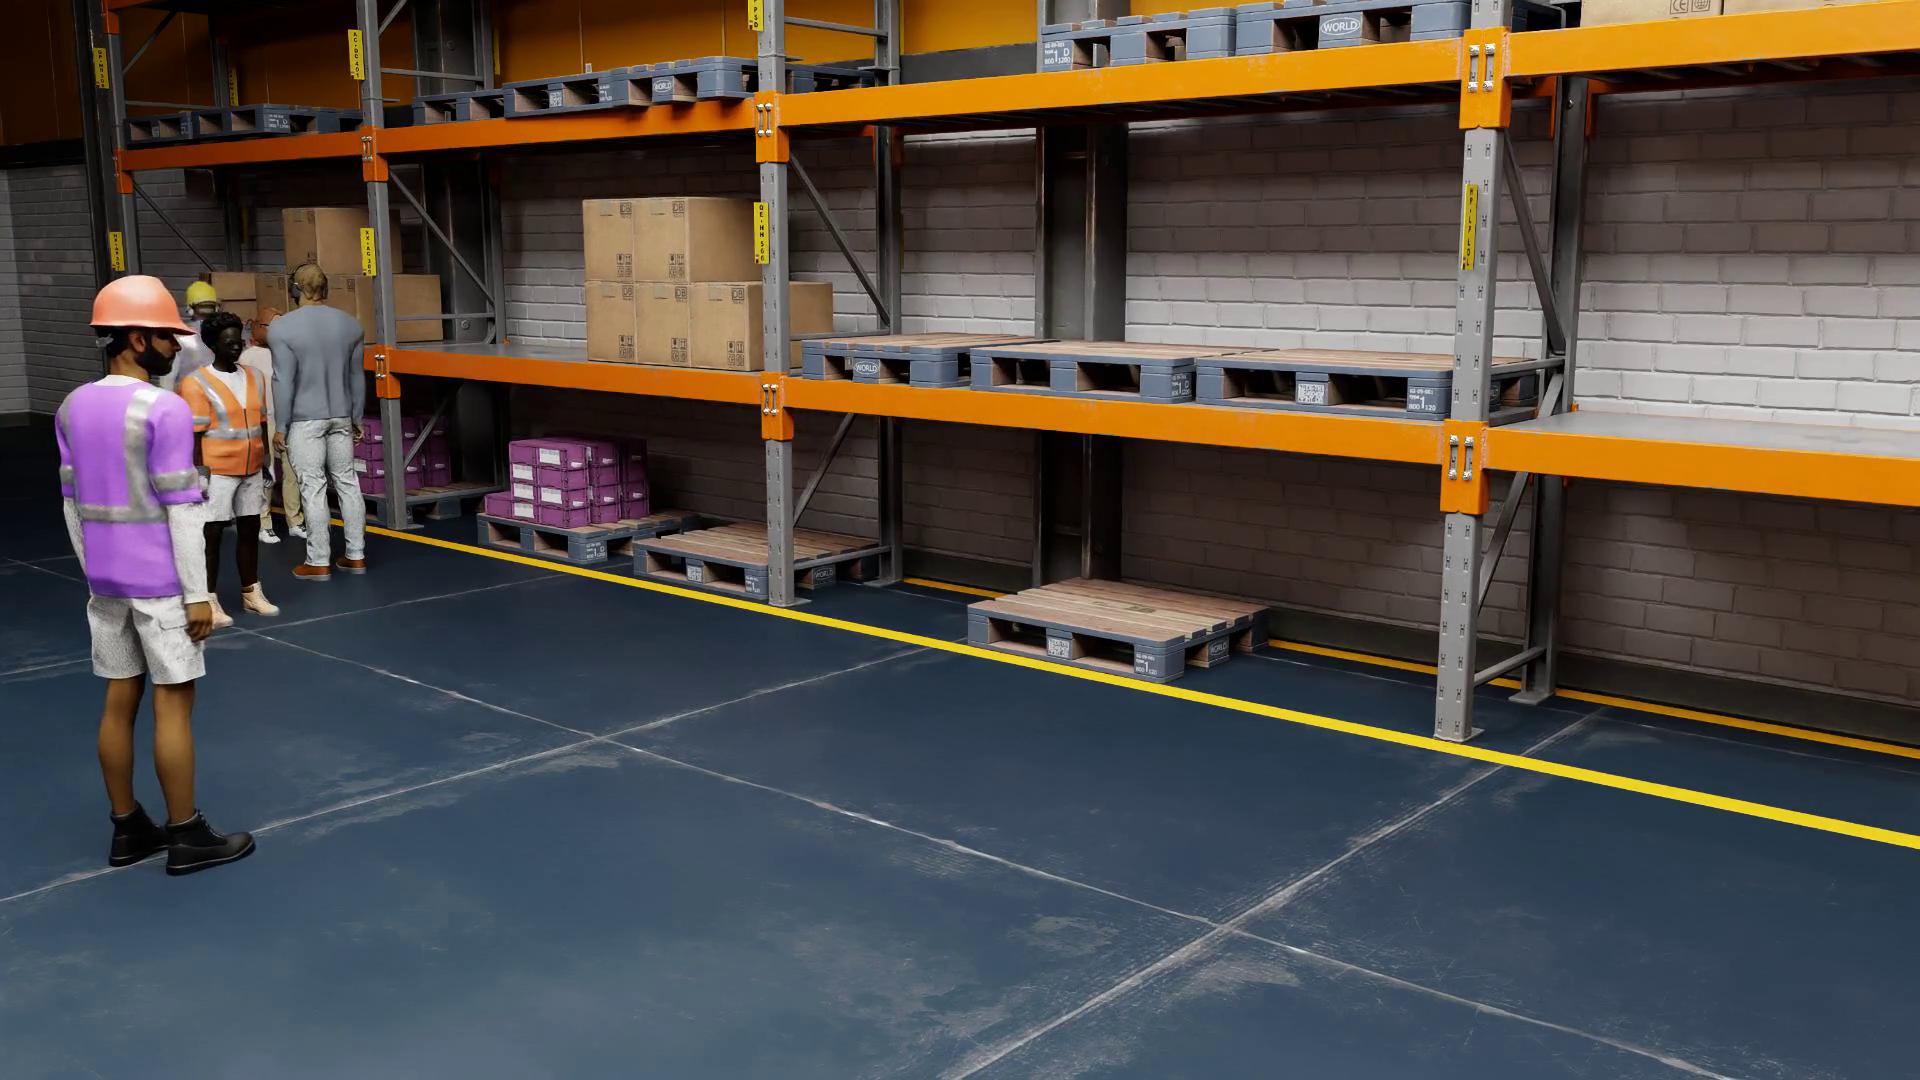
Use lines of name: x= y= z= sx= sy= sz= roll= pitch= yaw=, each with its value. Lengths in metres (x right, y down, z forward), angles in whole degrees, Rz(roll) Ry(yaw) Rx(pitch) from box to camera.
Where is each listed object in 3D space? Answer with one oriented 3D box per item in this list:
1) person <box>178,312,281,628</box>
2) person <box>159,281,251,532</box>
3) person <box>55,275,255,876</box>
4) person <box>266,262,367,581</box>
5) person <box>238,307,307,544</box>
person: x=-3.931 y=-0.379 z=8.955 sx=0.322 sy=1.690 sz=0.536 roll=5 pitch=11 yaw=26
person: x=-5.456 y=-0.969 z=12.035 sx=0.954 sy=1.776 sz=0.591 roll=8 pitch=13 yaw=38
person: x=-2.631 y=0.120 z=5.402 sx=0.547 sy=1.934 sz=0.376 roll=5 pitch=11 yaw=24
person: x=-3.914 y=-0.720 z=10.170 sx=0.352 sy=1.937 sz=0.635 roll=7 pitch=12 yaw=35
person: x=-4.710 y=-0.791 z=11.472 sx=0.281 sy=1.624 sz=0.493 roll=6 pitch=12 yaw=31
